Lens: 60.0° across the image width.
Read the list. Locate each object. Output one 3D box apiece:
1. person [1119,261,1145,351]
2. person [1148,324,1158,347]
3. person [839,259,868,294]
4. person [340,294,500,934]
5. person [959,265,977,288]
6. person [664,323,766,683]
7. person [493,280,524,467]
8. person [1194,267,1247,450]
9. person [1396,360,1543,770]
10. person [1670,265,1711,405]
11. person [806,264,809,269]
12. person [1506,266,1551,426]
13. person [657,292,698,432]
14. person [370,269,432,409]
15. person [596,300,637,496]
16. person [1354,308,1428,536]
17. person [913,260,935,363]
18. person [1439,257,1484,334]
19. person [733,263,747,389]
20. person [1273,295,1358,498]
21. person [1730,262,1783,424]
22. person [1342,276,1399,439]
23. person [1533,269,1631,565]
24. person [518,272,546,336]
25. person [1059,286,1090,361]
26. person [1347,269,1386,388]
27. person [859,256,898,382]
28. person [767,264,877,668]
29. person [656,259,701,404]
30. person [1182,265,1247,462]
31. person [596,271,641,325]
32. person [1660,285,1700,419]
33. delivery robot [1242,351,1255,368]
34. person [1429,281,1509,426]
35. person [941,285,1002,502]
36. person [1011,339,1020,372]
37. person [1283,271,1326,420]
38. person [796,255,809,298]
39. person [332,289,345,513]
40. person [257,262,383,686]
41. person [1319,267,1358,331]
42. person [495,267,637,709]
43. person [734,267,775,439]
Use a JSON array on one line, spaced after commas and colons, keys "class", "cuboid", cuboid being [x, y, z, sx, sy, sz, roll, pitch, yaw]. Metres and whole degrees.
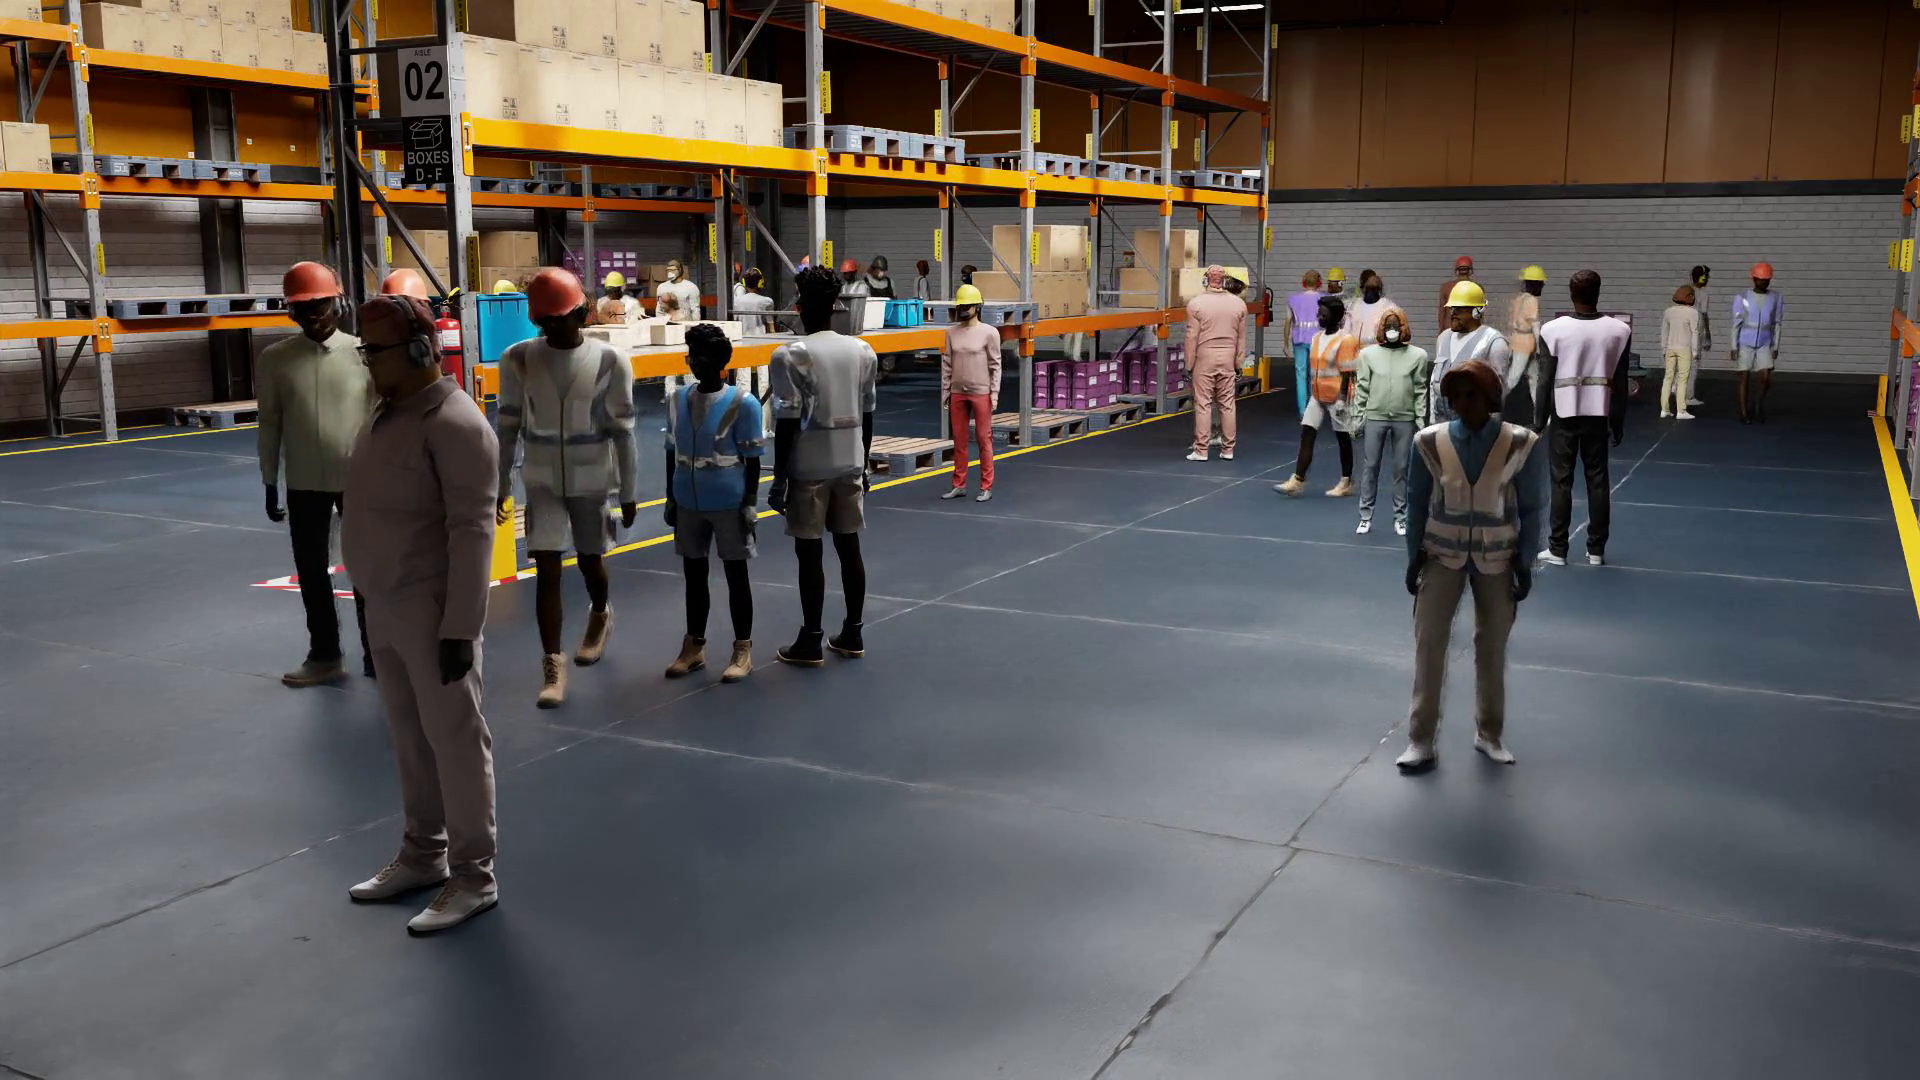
[{"class": "person", "cuboid": [2.891, -3.738, 27.950, 0.682, 1.887, 0.658, -4, 11, -24]}, {"class": "person", "cuboid": [3.052, -3.324, 25.491, 0.407, 1.925, 0.629, 3, 10, 18]}, {"class": "person", "cuboid": [-1.622, -3.241, 24.975, 0.548, 1.919, 0.550, -8, 13, -39]}, {"class": "person", "cuboid": [-1.644, 0.217, 5.026, 0.409, 1.904, 0.639, -9, 13, -43]}, {"class": "person", "cuboid": [0.138, -3.174, 24.824, 0.429, 1.843, 0.633, -7, 12, -36]}, {"class": "person", "cuboid": [-1.173, -0.173, 7.870, 0.530, 1.697, 0.321, 4, 11, 23]}, {"class": "person", "cuboid": [-4.265, -1.568, 15.750, 0.525, 1.769, 0.316, 5, 11, 27]}, {"class": "person", "cuboid": [2.659, -1.864, 17.166, 0.383, 1.878, 0.730, 7, 12, 35]}, {"class": "person", "cuboid": [1.993, 0.107, 6.496, 0.517, 1.612, 0.538, 4, 10, 21]}, {"class": "person", "cuboid": [9.729, -2.703, 22.043, 0.385, 1.856, 0.563, -3, 10, -16]}, {"class": "person", "cuboid": [-1.804, -2.404, 20.103, 0.566, 1.936, 0.624, -1, 10, -4]}, {"class": "person", "cuboid": [6.546, -2.245, 19.361, 0.999, 1.884, 0.606, 2, 10, 10]}, {"class": "person", "cuboid": [-3.108, -2.023, 18.899, 0.617, 1.591, 0.522, -8, 13, -40]}, {"class": "person", "cuboid": [-3.202, -0.596, 9.654, 0.543, 1.932, 0.384, 5, 11, 26]}, {"class": "person", "cuboid": [-2.897, -1.191, 13.947, 0.283, 1.633, 0.501, -3, 10, -16]}, {"class": "person", "cuboid": [3.082, -0.843, 11.930, 0.508, 1.632, 0.265, 2, 10, 12]}, {"class": "person", "cuboid": [-0.681, -4.214, 30.725, 0.353, 1.884, 0.578, -4, 10, -20]}, {"class": "person", "cuboid": [7.061, -2.996, 23.435, 0.614, 1.957, 0.869, 4, 11, 21]}, {"class": "person", "cuboid": [-3.184, -2.984, 23.612, 0.356, 1.883, 0.573, -3, 10, -19]}, {"class": "person", "cuboid": [2.932, -1.152, 13.594, 0.770, 1.663, 0.553, -5, 11, -29]}, {"class": "person", "cuboid": [9.375, -2.313, 19.609, 0.569, 1.916, 0.466, 2, 10, 14]}, {"class": "person", "cuboid": [4.531, -2.021, 18.365, 1.002, 1.783, 0.619, -9, 13, -43]}, {"class": "person", "cuboid": [4.023, -0.786, 10.788, 0.592, 1.915, 0.370, 0, 10, 2]}, {"class": "person", "cuboid": [-5.052, -2.271, 19.744, 0.354, 1.803, 0.643, -4, 10, -20]}, {"class": "person", "cuboid": [1.765, -3.232, 25.138, 0.536, 1.855, 0.624, 6, 12, 32]}, {"class": "person", "cuboid": [5.793, -2.998, 23.948, 0.634, 1.808, 0.863, 1, 10, 7]}, {"class": "person", "cuboid": [-1.271, -3.521, 26.258, 0.675, 2.000, 1.020, -6, 11, -30]}, {"class": "person", "cuboid": [-0.680, -0.358, 8.165, 0.607, 1.966, 0.367, -9, 13, -41]}, {"class": "person", "cuboid": [-3.771, -2.775, 22.236, 0.635, 1.937, 0.352, 3, 10, 17]}, {"class": "person", "cuboid": [2.454, -1.711, 16.171, 0.651, 1.906, 0.404, -3, 10, -18]}, {"class": "person", "cuboid": [-4.175, -2.398, 20.443, 0.605, 1.803, 0.591, 3, 10, 14]}, {"class": "person", "cuboid": [8.820, -2.300, 20.368, 0.265, 1.632, 0.509, -5, 11, -28]}, {"class": "delivery robot", "cuboid": [4.406, -2.596, 24.927, 0.477, 0.478, 0.707, 1, 10, 4]}, {"class": "person", "cuboid": [3.422, -0.839, 11.335, 0.404, 1.830, 0.600, -6, 12, -32]}, {"class": "person", "cuboid": [0.078, -1.189, 13.552, 0.533, 1.767, 0.326, 6, 11, 29]}, {"class": "person", "cuboid": [0.939, -3.801, 28.257, 0.662, 1.910, 0.601, 2, 10, 14]}, {"class": "person", "cuboid": [4.280, -2.398, 20.478, 0.578, 1.792, 0.971, 1, 10, 7]}, {"class": "person", "cuboid": [-1.954, -2.717, 21.734, 0.397, 1.992, 0.621, 1, 10, 3]}, {"class": "person", "cuboid": [-4.728, -1.056, 12.848, 0.483, 1.745, 0.304, 5, 11, 26]}, {"class": "person", "cuboid": [-2.876, -0.283, 7.713, 0.709, 1.985, 0.419, -2, 10, -14]}, {"class": "person", "cuboid": [5.082, -2.774, 22.554, 0.593, 1.826, 0.403, 7, 12, 35]}, {"class": "person", "cuboid": [-1.836, -0.286, 7.758, 0.685, 1.976, 1.018, -1, 10, -6]}, {"class": "person", "cuboid": [-2.245, -2.028, 18.112, 0.537, 1.869, 0.312, 1, 10, 5]}]
